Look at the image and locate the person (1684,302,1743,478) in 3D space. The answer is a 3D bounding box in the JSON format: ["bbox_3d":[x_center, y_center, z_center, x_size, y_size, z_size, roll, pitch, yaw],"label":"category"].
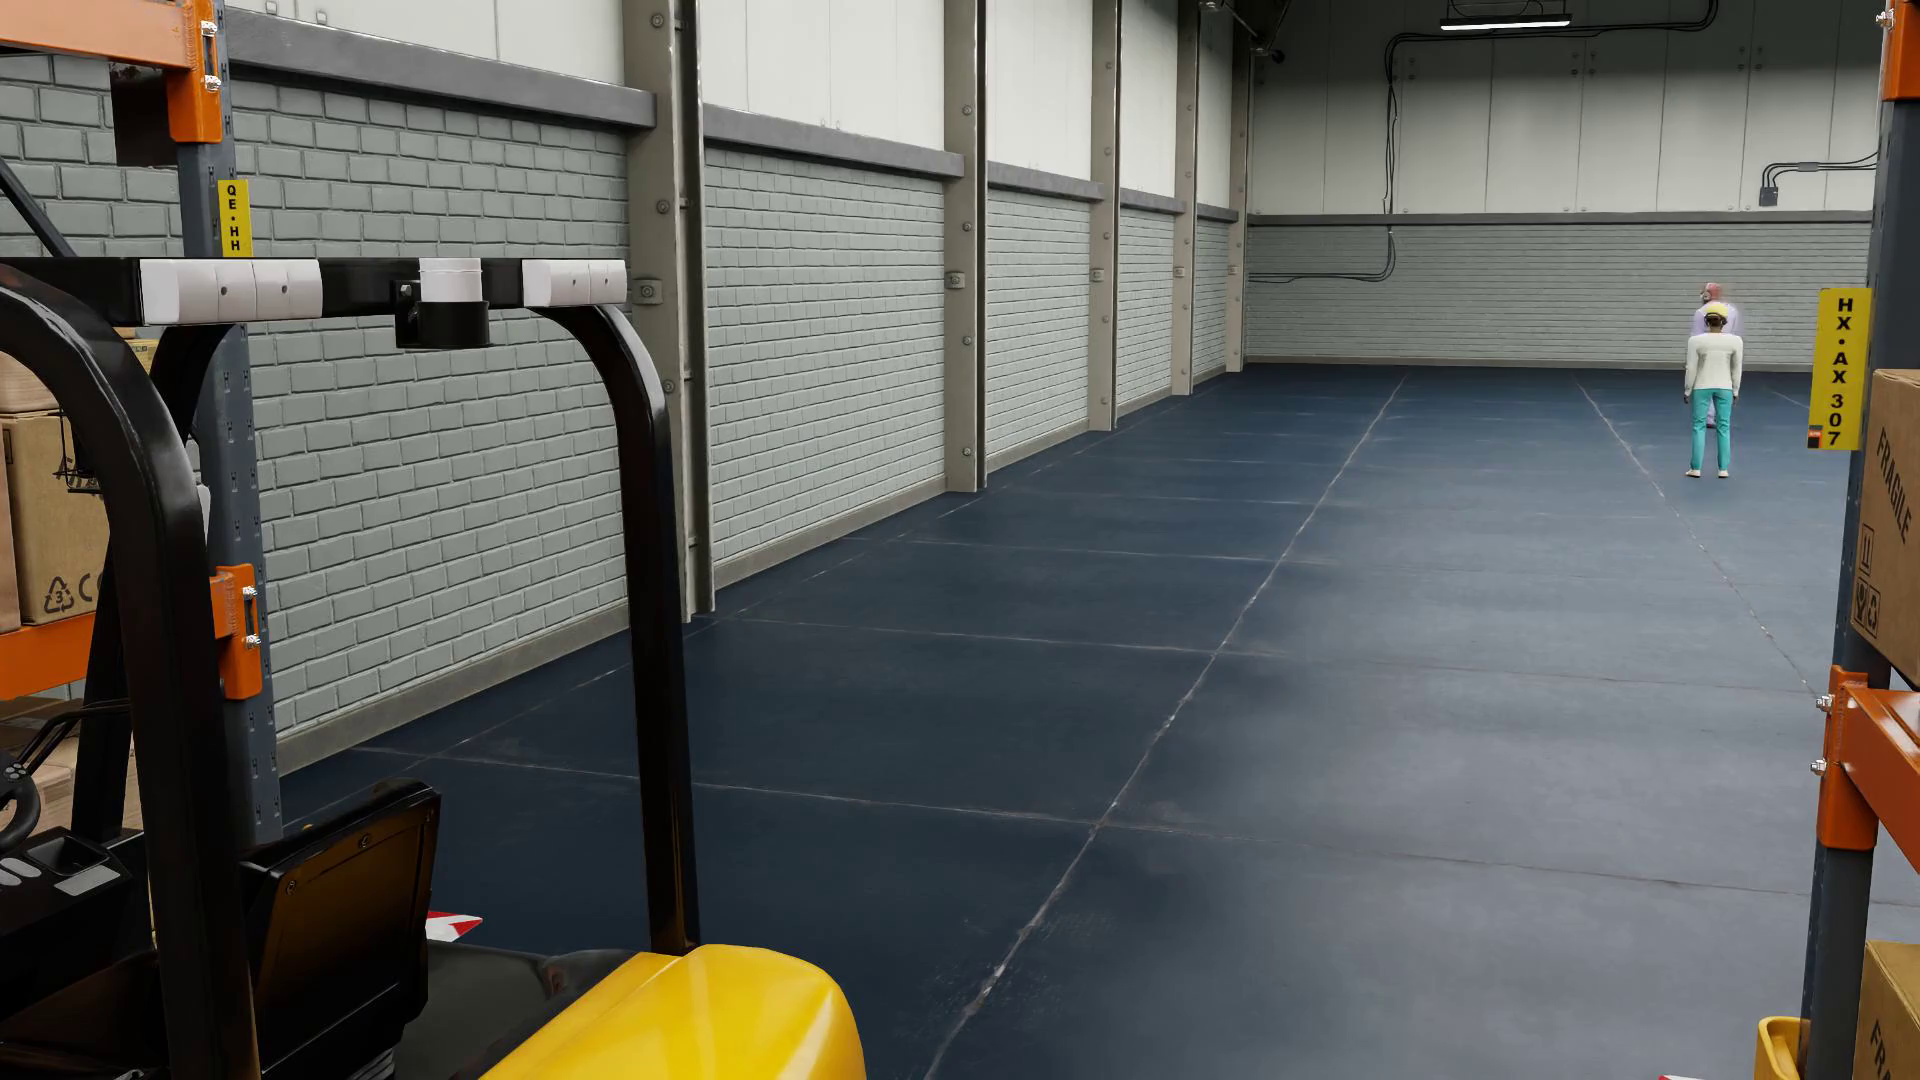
[{"bbox_3d":[7.534,-1.496,16.678,0.527,1.763,0.332,2,10,14],"label":"person"}]

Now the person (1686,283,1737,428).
[{"bbox_3d":[9.753,-2.403,21.698,0.664,1.884,0.532,-4,10,-22],"label":"person"}]
